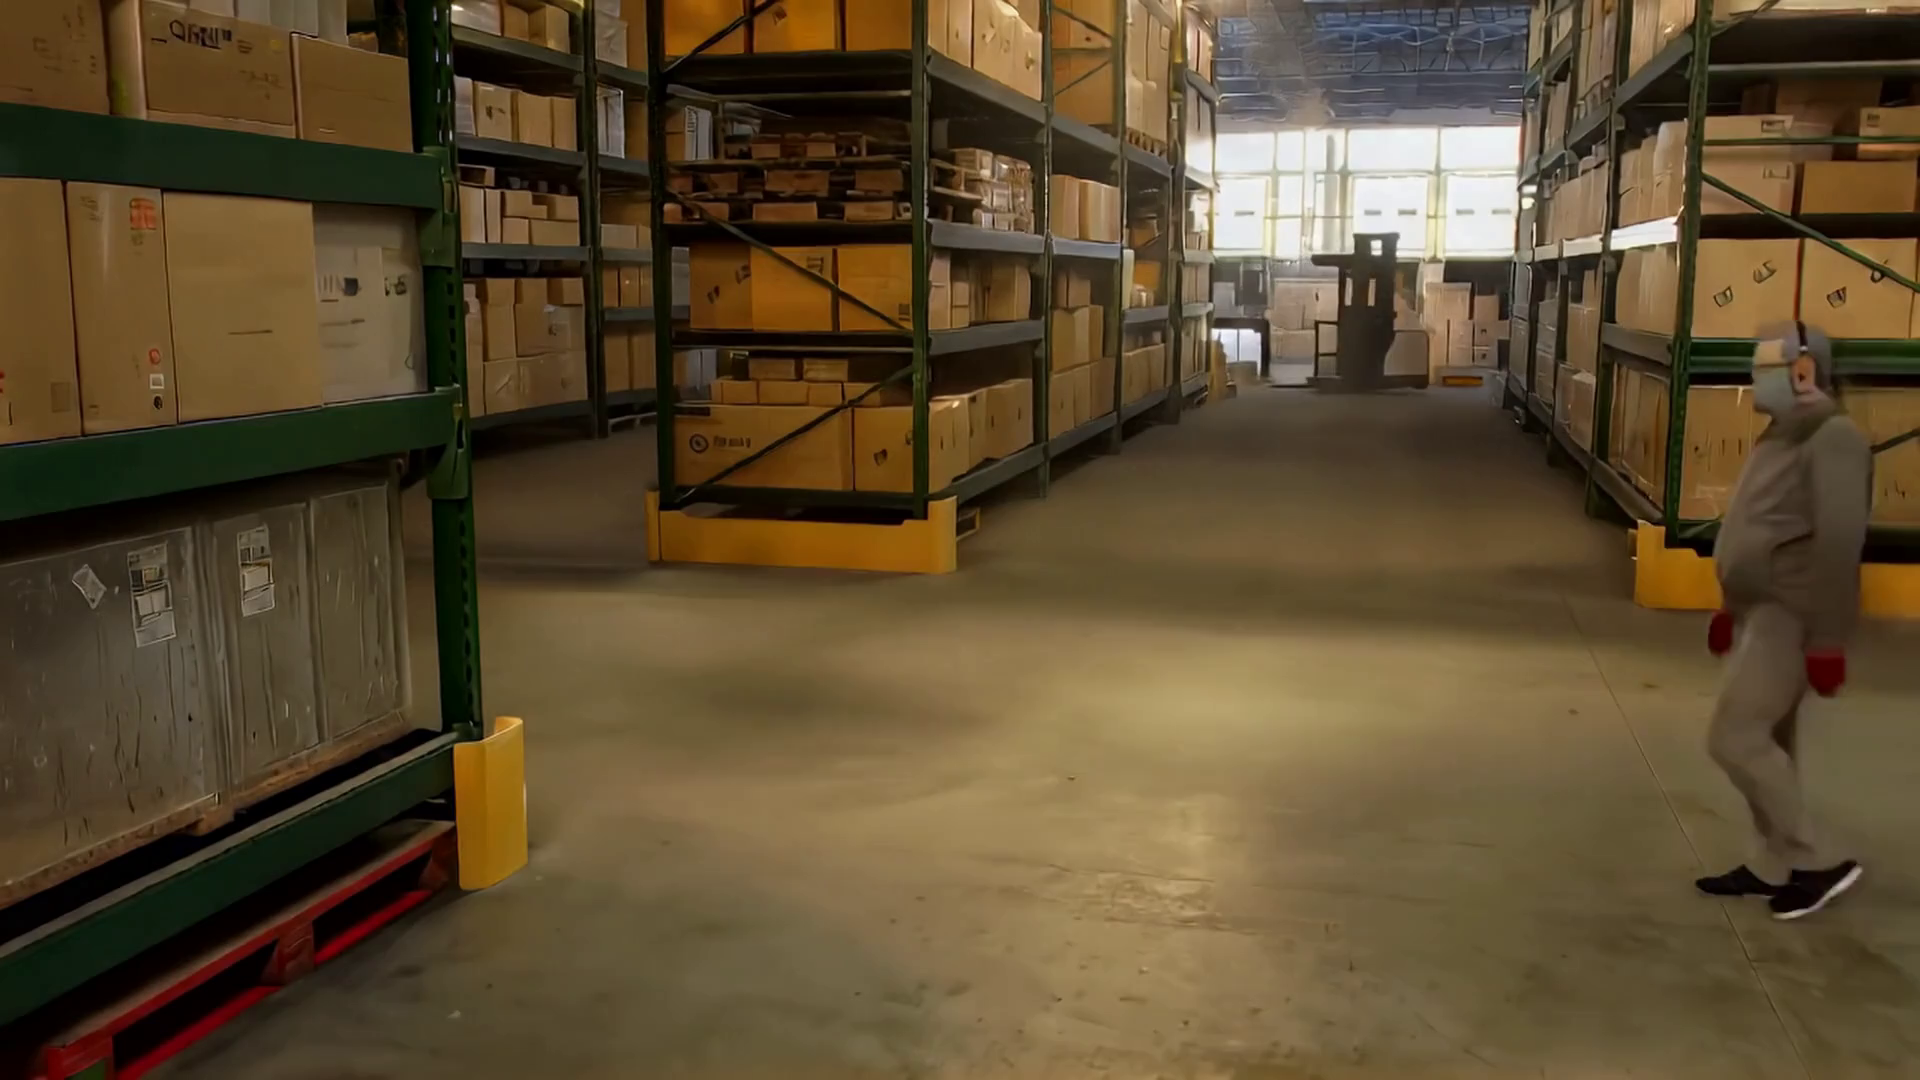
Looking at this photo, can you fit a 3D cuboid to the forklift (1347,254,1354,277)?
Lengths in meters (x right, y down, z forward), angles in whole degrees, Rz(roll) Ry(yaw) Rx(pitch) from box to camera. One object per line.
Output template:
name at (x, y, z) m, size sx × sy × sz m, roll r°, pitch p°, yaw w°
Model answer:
forklift at (13.074, -8.074, 55.067) m, size 1.873 × 2.768 × 1.129 m, roll 0°, pitch 9°, yaw -2°

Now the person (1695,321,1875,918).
person at (2.587, 0.256, 5.282) m, size 0.427 × 1.888 × 0.648 m, roll 2°, pitch 9°, yaw 15°

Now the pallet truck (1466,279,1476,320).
pallet truck at (18.896, -8.459, 60.307) m, size 1.885 × 1.965 × 0.823 m, roll 5°, pitch 10°, yaw 31°

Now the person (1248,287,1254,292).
person at (10.803, -8.563, 61.927) m, size 0.538 × 1.696 × 0.317 m, roll 4°, pitch 10°, yaw 25°

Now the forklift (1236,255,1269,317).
forklift at (10.034, -8.359, 56.878) m, size 1.129 × 2.768 × 1.873 m, roll 2°, pitch 9°, yaw 15°

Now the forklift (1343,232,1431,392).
forklift at (7.422, -4.097, 29.799) m, size 1.873 × 2.768 × 1.129 m, roll -4°, pitch 10°, yaw -23°
